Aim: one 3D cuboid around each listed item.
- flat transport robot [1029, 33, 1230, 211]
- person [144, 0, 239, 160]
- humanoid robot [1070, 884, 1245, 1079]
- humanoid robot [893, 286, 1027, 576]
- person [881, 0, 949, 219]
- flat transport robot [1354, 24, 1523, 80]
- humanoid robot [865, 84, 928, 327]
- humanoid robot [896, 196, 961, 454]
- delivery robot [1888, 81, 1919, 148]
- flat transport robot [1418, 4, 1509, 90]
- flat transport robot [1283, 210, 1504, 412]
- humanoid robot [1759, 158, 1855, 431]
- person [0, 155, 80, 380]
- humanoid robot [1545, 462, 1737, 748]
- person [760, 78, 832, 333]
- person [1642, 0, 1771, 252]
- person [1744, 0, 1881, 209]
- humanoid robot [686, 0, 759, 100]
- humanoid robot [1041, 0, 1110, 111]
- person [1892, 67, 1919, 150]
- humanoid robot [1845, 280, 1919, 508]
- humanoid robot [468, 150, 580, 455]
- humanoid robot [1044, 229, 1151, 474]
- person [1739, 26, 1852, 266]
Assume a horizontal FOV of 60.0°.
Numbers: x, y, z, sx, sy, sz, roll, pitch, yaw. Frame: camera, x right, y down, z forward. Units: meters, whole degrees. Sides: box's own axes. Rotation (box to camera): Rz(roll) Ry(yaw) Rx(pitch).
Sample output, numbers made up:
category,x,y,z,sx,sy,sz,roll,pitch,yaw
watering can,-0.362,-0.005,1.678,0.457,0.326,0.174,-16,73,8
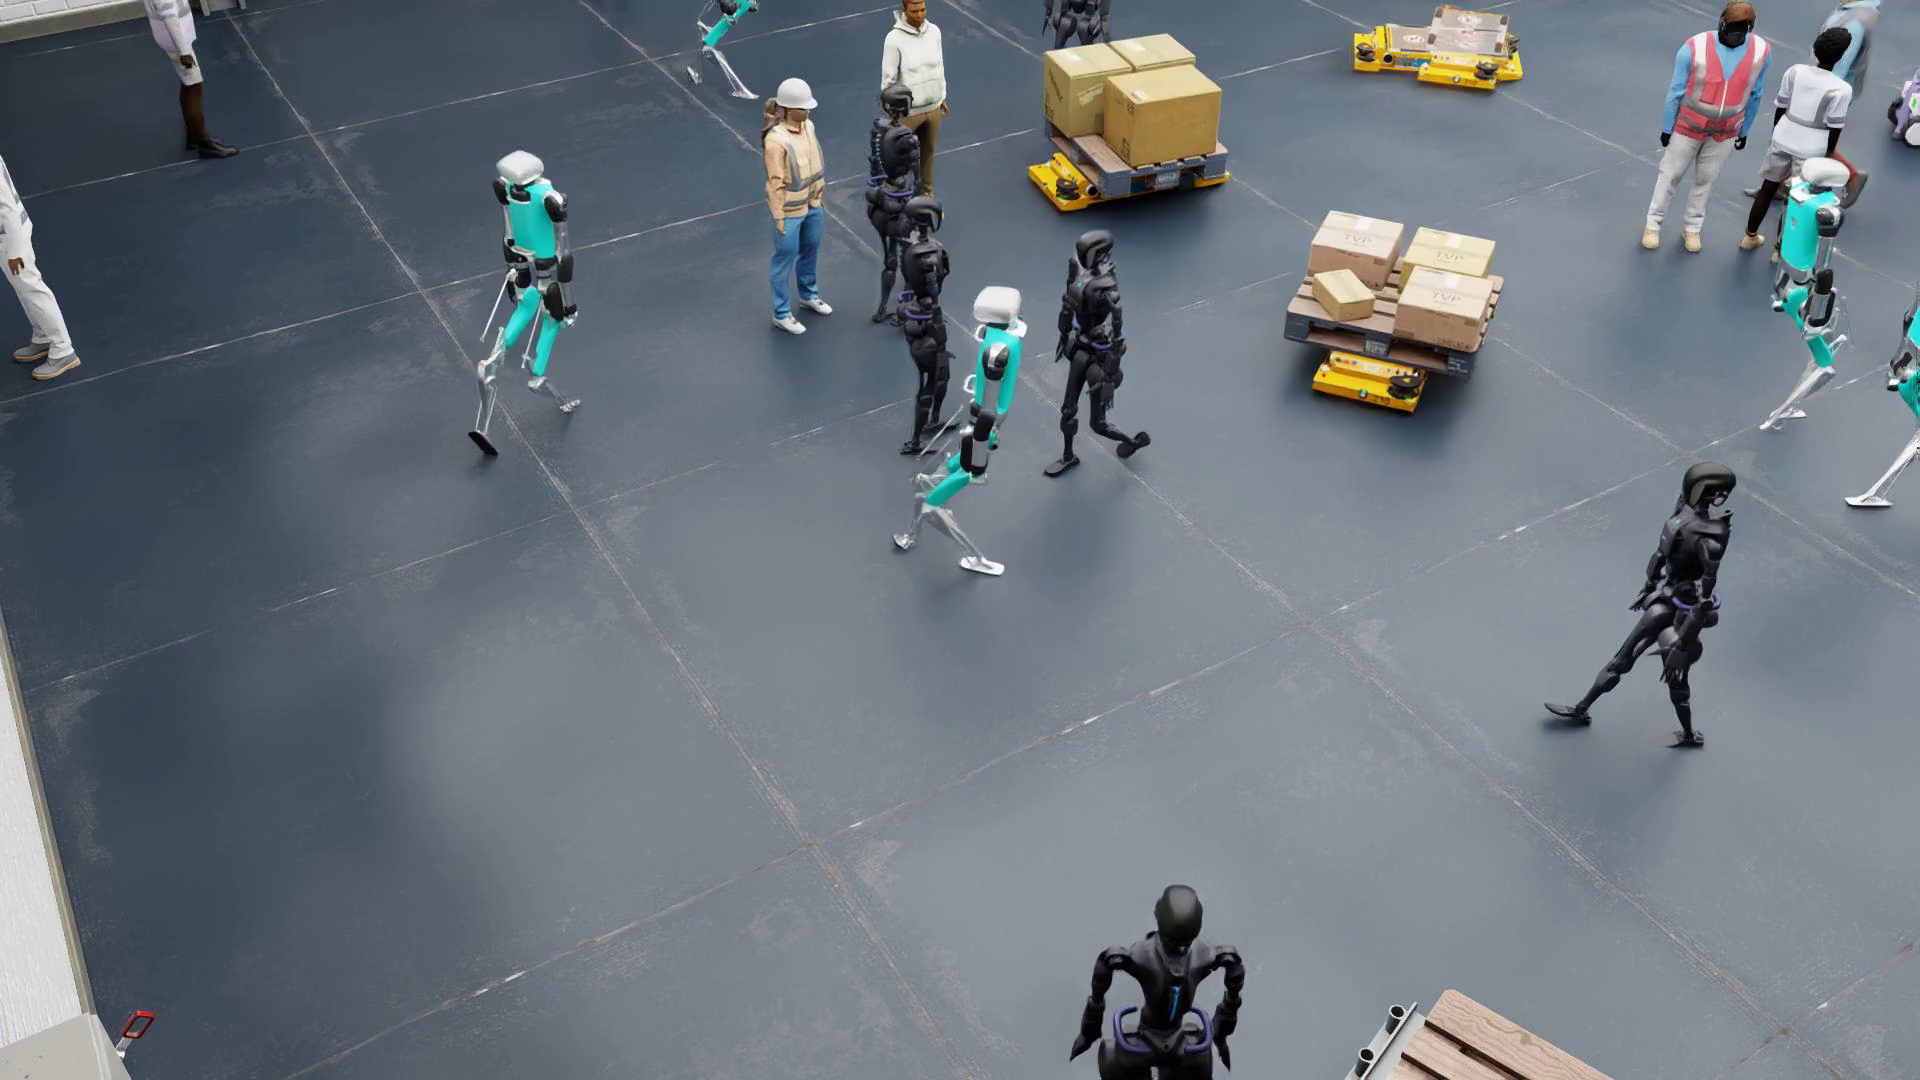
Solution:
category,x,y,z,sx,sy,sz,roll,pitch,yaw
flat transport robot,1.317,-2.885,12.932,1.431,0.231,0.659,-13,40,-16
person,-6.043,-3.899,12.880,0.374,1.940,0.547,-19,42,-22
humanoid robot,0.700,1.800,5.939,0.586,1.644,0.773,-2,38,-3
humanoid robot,-0.093,-0.517,8.828,0.847,1.858,0.542,7,39,8
person,-0.341,-3.117,12.018,0.532,1.766,0.365,-21,43,-25
flat transport robot,4.232,-4.327,14.751,1.431,0.231,0.659,6,39,8
humanoid robot,-0.439,-2.194,10.936,0.368,1.649,0.595,-26,45,-29
humanoid robot,-0.145,-1.245,9.728,0.479,1.645,0.585,-9,39,-12
delivery robot,8.001,-3.490,13.456,0.774,0.583,0.499,7,39,9
flat transport robot,4.512,-4.413,14.860,0.659,0.231,1.431,12,40,14
flat transport robot,2.834,-1.344,10.988,0.659,0.231,1.431,16,41,19
humanoid robot,5.163,-1.431,9.923,0.815,1.772,0.555,-2,38,-2
person,-5.977,-1.893,10.380,0.355,1.886,0.572,-29,46,-31
humanoid robot,3.295,0.344,7.761,0.763,1.626,0.607,2,38,2
person,-1.078,-2.204,10.907,0.376,1.722,0.499,23,44,26
person,5.238,-2.891,11.686,0.628,1.838,0.431,5,39,6
person,6.412,-3.290,12.167,0.704,1.854,0.559,7,39,9
humanoid robot,-2.056,-4.536,13.892,0.848,1.845,0.560,14,40,17
humanoid robot,0.951,-4.272,13.549,0.609,1.658,0.356,17,41,20
person,7.789,-3.960,13.019,0.391,1.846,0.563,-20,43,-24
humanoid robot,5.559,-0.827,9.223,0.841,1.853,0.558,-2,38,-2
humanoid robot,-2.678,-1.315,9.797,0.538,1.772,0.967,23,44,26
humanoid robot,0.803,-1.090,9.556,0.637,1.633,0.590,-20,43,-24
person,5.864,-2.743,11.600,0.319,1.699,0.531,-20,43,-24
